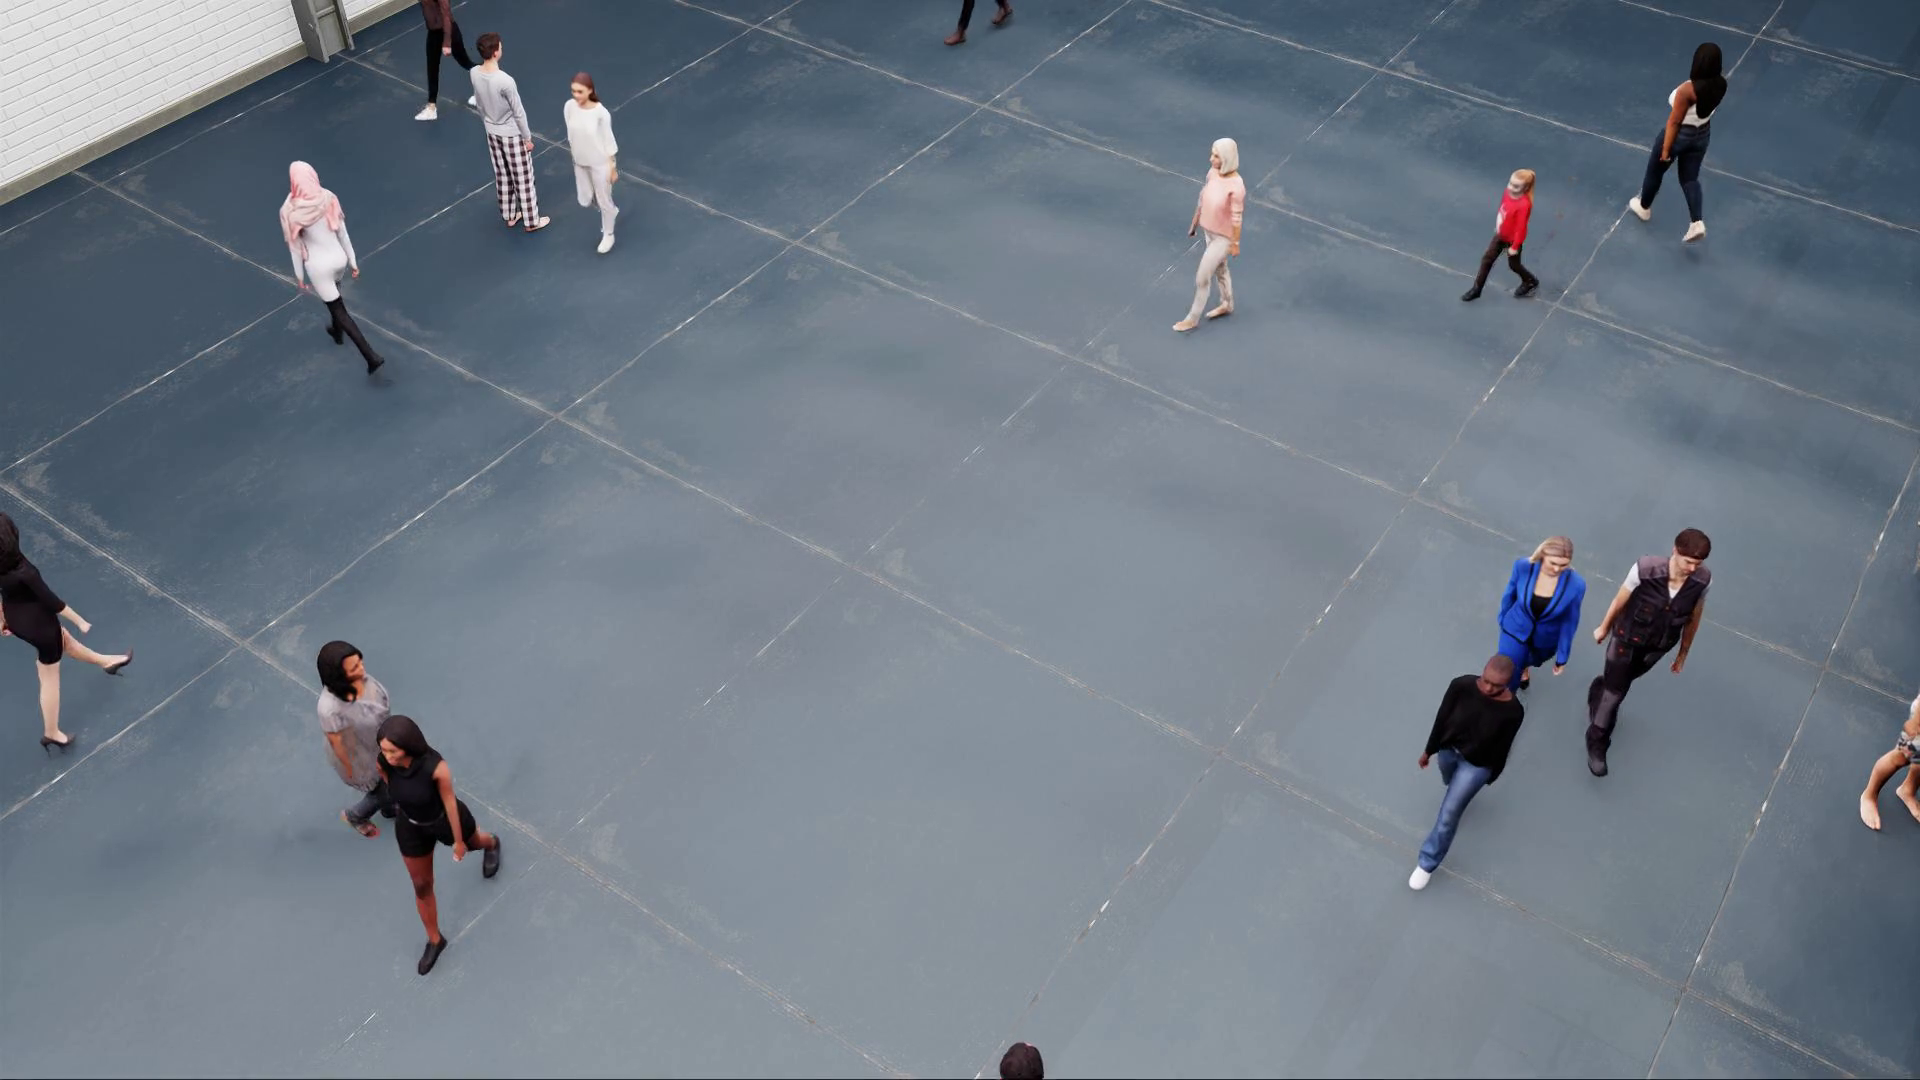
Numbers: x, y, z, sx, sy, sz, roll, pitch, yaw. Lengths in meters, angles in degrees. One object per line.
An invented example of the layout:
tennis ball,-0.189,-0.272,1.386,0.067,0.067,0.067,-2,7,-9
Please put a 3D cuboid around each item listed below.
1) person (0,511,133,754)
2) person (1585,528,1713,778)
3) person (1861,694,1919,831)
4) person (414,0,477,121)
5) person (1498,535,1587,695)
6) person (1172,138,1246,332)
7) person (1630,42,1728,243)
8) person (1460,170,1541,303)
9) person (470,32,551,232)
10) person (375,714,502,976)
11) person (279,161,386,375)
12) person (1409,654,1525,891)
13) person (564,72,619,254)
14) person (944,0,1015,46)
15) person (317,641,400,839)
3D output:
person,-5.736,0.625,10.228,0.780,1.758,1.146,17,46,17
person,4.203,0.522,10.290,0.981,1.823,1.123,4,44,4
person,5.834,1.003,9.790,0.751,1.815,0.786,-3,44,-3
person,-4.929,-4.918,16.123,0.667,1.654,1.091,29,51,27
person,3.584,0.542,10.387,0.792,1.659,1.213,15,46,15
person,2.191,-2.519,13.569,0.991,1.703,0.867,-18,46,-18
person,6.358,-3.418,14.456,1.146,1.780,1.175,-9,44,-9
person,4.655,-2.546,13.917,0.975,1.261,0.830,-13,45,-13
person,-3.975,-3.560,14.557,0.656,1.847,0.571,19,47,19
person,-2.894,1.536,9.316,0.984,1.699,1.252,5,44,6
person,-4.929,-2.104,13.091,1.206,1.762,0.896,-33,53,-30
person,2.957,1.207,9.649,0.674,1.714,1.164,32,52,29
person,-3.144,-3.328,14.436,0.718,1.678,0.781,13,45,13
person,0.265,-6.086,17.249,1.307,1.790,0.983,-27,50,-25
person,-3.591,1.167,9.777,0.861,1.596,0.803,0,44,0
